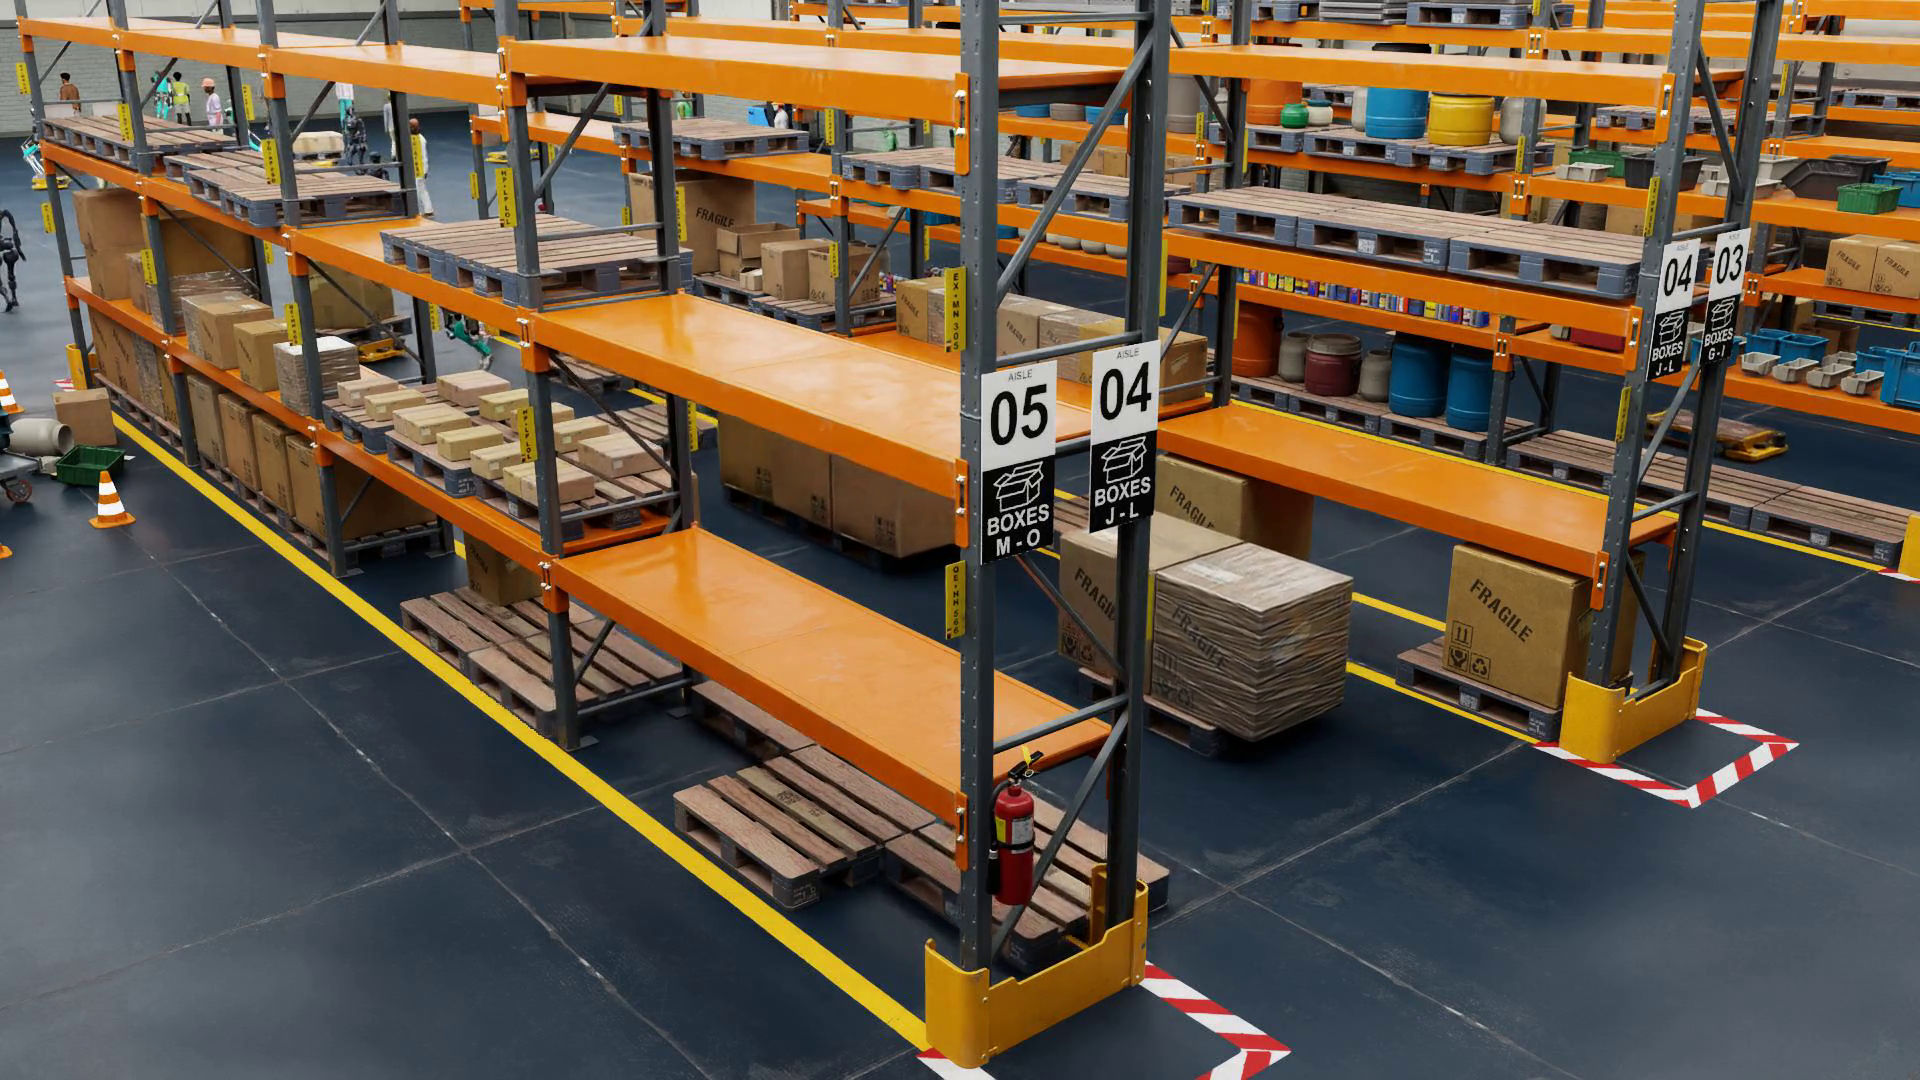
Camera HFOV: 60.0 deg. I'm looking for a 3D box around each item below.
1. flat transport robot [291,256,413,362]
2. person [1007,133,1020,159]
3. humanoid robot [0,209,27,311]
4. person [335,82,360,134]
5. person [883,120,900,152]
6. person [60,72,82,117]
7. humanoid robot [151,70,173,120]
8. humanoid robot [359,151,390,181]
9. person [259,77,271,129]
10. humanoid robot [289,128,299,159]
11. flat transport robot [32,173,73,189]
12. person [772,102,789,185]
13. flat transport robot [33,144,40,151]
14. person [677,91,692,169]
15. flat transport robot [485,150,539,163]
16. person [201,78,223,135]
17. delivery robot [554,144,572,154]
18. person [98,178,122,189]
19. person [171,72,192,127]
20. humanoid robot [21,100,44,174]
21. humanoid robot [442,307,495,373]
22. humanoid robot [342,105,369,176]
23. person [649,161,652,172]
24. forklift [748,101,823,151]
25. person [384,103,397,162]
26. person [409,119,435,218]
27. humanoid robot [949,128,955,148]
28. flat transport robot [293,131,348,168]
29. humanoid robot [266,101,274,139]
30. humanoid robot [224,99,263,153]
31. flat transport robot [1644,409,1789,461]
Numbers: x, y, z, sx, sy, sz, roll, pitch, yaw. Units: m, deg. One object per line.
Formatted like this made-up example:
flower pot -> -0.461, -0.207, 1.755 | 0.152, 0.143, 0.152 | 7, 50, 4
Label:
flat transport robot -> -7.672, -2.445, 20.894 | 1.431, 0.231, 0.659 | 11, 22, 29
person -> 1.042, -6.851, 31.225 | 0.442, 1.730, 0.576 | 10, 22, 27
humanoid robot -> -13.520, -4.070, 23.466 | 0.608, 1.655, 0.702 | -17, 26, -41
person -> -17.221, -12.349, 46.607 | 0.491, 1.913, 0.367 | 3, 20, 9
person -> -1.322, -7.505, 33.146 | 0.923, 1.689, 0.484 | 1, 19, 2
person -> -23.609, -11.471, 44.189 | 0.390, 1.855, 0.797 | 3, 20, 9
humanoid robot -> -22.235, -12.136, 46.279 | 0.535, 1.793, 0.686 | -2, 19, -5
humanoid robot -> -9.909, -5.708, 28.061 | 0.611, 1.636, 0.483 | 2, 19, 5
person -> -19.930, -12.778, 47.963 | 0.510, 1.828, 0.813 | 5, 20, 14
humanoid robot -> -14.318, -8.217, 35.300 | 0.770, 1.649, 0.589 | -2, 19, -6
flat transport robot -> -19.720, -7.803, 36.145 | 0.659, 0.231, 1.431 | -7, 21, -20
person -> -3.898, -8.693, 36.245 | 0.380, 1.890, 0.562 | -6, 20, -15
flat transport robot -> -22.934, -10.090, 42.651 | 1.431, 0.231, 0.659 | 2, 19, 6
person -> -6.296, -9.429, 38.199 | 0.404, 1.978, 0.481 | 3, 20, 8
flat transport robot -> -10.862, -9.384, 40.644 | 0.659, 0.231, 1.431 | 11, 22, 28
person -> -17.655, -9.883, 39.390 | 0.375, 2.045, 0.605 | -13, 23, -32
delivery robot -> -10.158, -10.095, 42.251 | 0.499, 0.606, 0.807 | -12, 23, -31
person -> -15.952, -6.900, 31.198 | 0.544, 1.838, 0.991 | 2, 19, 5
person -> -21.918, -12.305, 46.804 | 0.535, 1.695, 0.321 | -12, 23, -30
humanoid robot -> -20.581, -8.930, 36.936 | 0.735, 1.677, 0.533 | 1, 19, 3
humanoid robot -> -5.407, -2.406, 18.565 | 0.597, 1.770, 0.867 | 14, 24, 34
humanoid robot -> -13.301, -8.720, 36.627 | 0.612, 1.652, 0.336 | 4, 20, 11
person -> -5.073, -6.009, 28.503 | 0.382, 1.957, 0.601 | 8, 21, 21
forklift -> -4.526, -11.368, 42.374 | 1.129, 2.768, 1.873 | -15, 24, -37
person -> -13.446, -9.847, 39.719 | 0.543, 1.746, 0.405 | 1, 19, 4
person -> -10.334, -7.014, 31.502 | 0.632, 1.856, 0.625 | -12, 23, -31
humanoid robot -> 0.105, -7.353, 32.742 | 0.546, 1.859, 0.654 | 8, 21, 21
flat transport robot -> -15.165, -8.856, 39.140 | 0.659, 0.231, 1.431 | -15, 24, -37
humanoid robot -> -15.644, -9.251, 38.138 | 0.340, 1.658, 0.601 | 4, 20, 10
humanoid robot -> -15.980, -8.974, 37.299 | 0.891, 1.771, 0.580 | 8, 21, 22
flat transport robot -> 7.637, -1.090, 17.039 | 0.659, 0.231, 1.431 | -14, 24, -34
